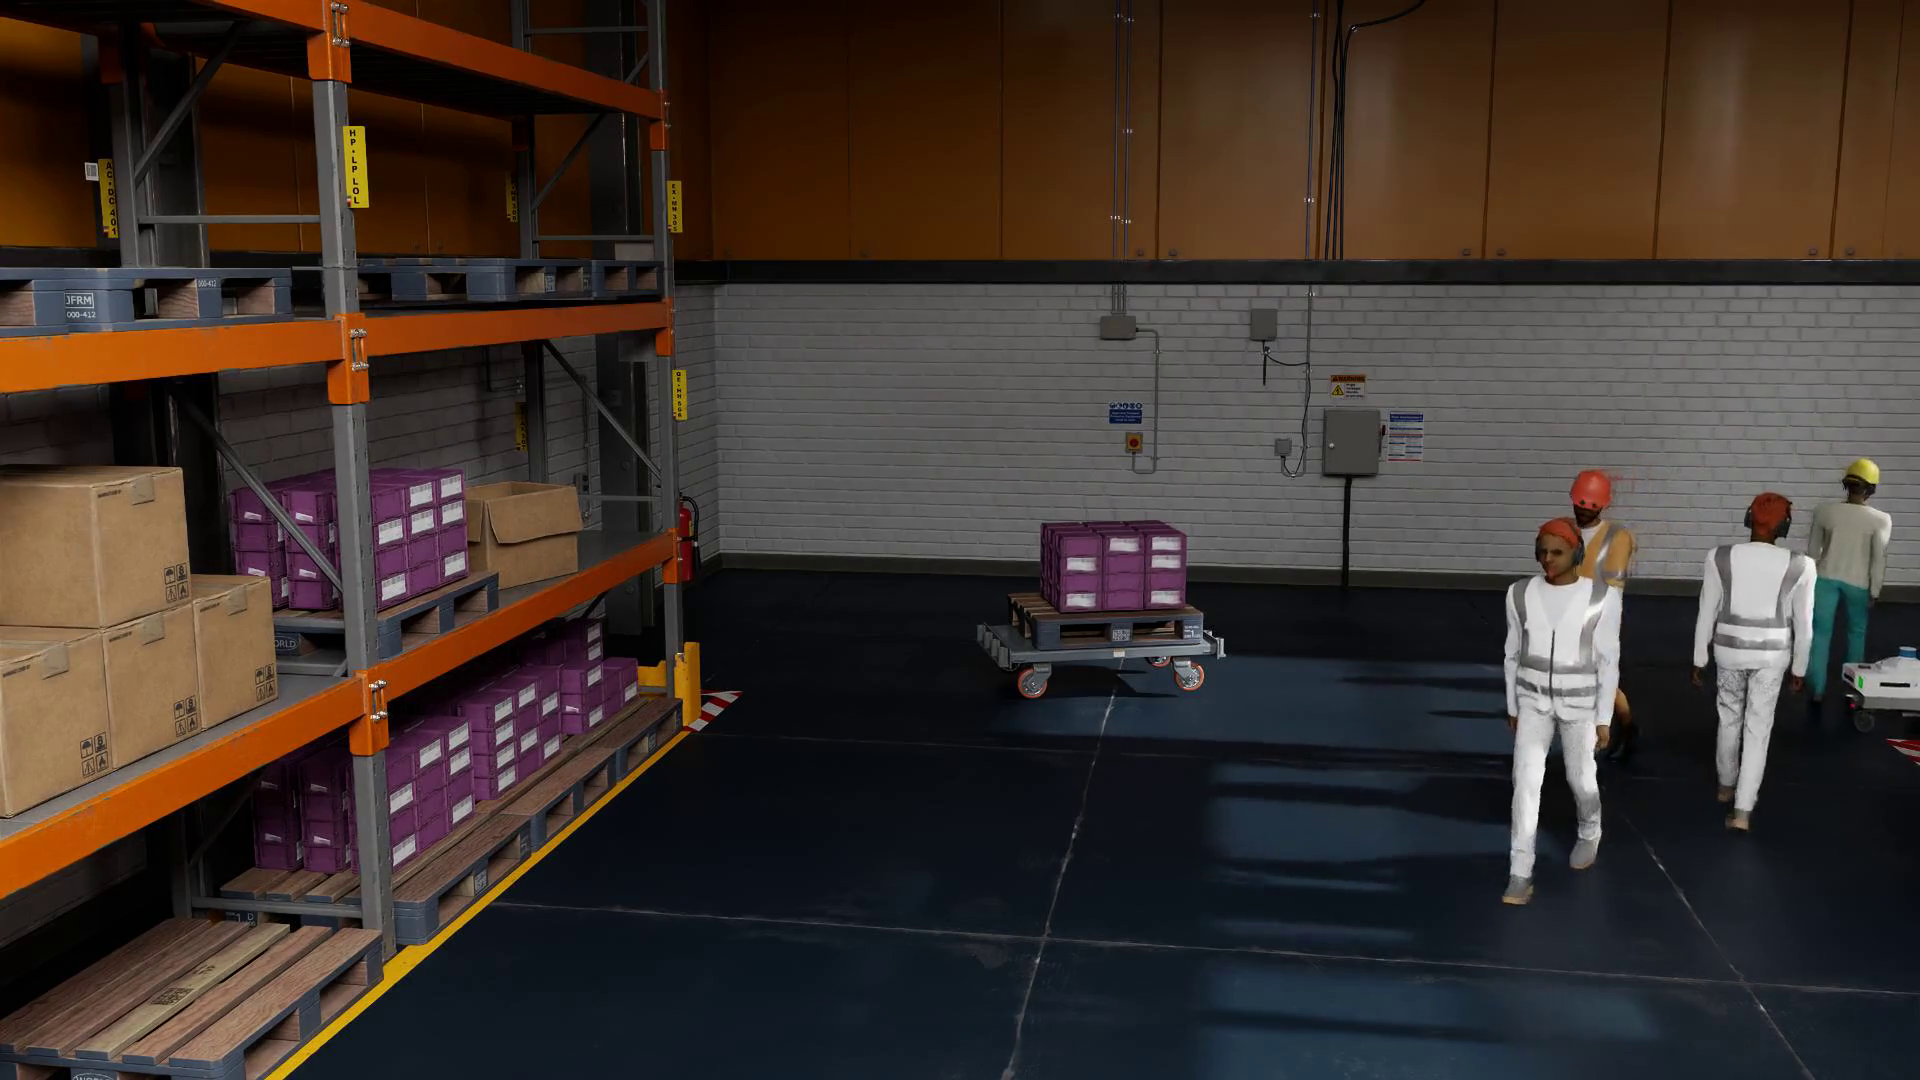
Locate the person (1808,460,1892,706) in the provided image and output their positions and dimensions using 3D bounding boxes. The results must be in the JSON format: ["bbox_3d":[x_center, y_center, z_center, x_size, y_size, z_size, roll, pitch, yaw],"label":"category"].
[{"bbox_3d":[6.240,0.291,11.720,0.538,1.709,0.940,7,12,38],"label":"person"}]

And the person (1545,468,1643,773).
[{"bbox_3d":[3.810,0.487,10.016,0.935,1.895,0.534,-7,12,-37],"label":"person"}]

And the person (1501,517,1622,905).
[{"bbox_3d":[2.947,0.796,8.161,0.573,1.858,0.919,6,11,33],"label":"person"}]

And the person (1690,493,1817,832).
[{"bbox_3d":[4.355,0.648,9.153,0.585,1.837,0.988,5,11,29],"label":"person"}]

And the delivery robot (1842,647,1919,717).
[{"bbox_3d":[6.213,0.947,10.940,0.707,0.478,0.477,1,9,9],"label":"delivery robot"}]
